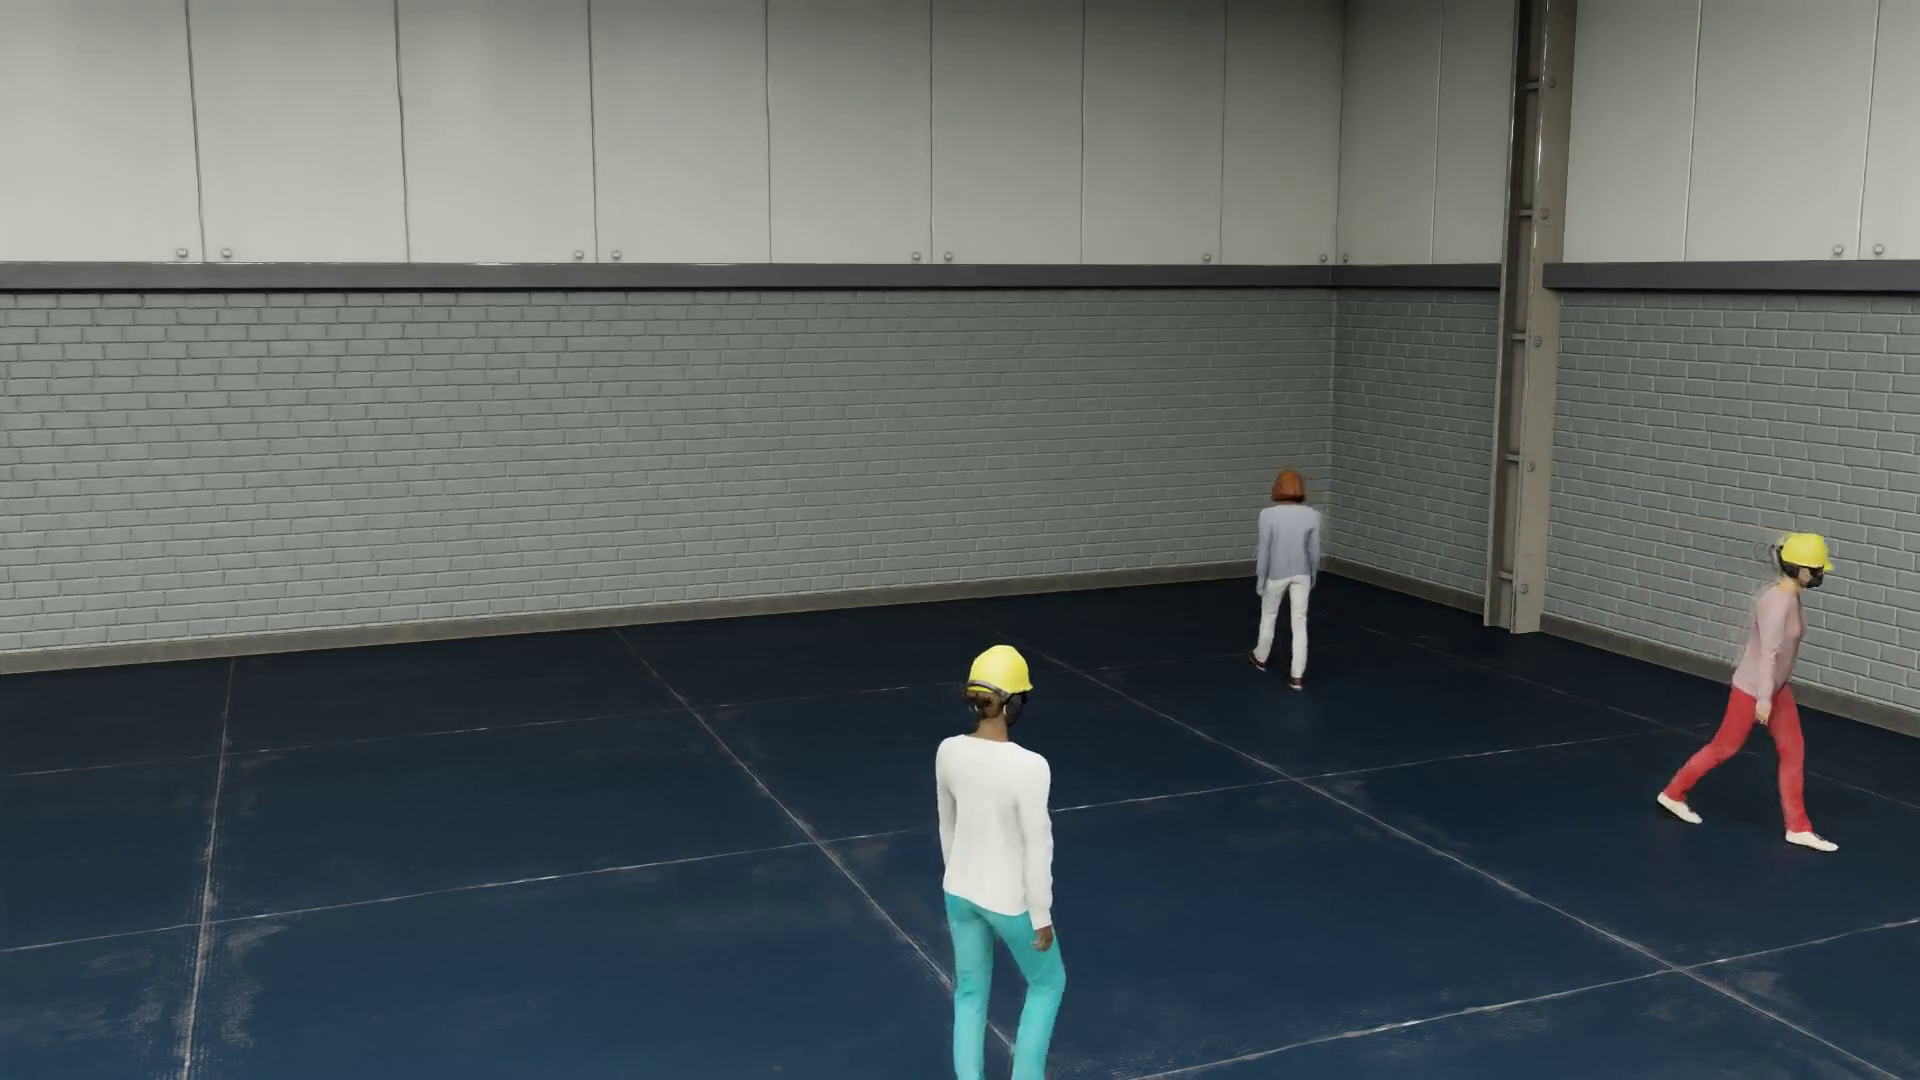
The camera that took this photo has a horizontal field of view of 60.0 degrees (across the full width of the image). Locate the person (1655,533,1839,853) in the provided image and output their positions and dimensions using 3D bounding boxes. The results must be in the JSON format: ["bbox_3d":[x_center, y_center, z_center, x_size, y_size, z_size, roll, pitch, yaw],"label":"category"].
[{"bbox_3d":[4.254,0.771,8.936,0.908,1.702,0.525,9,13,44],"label":"person"}]

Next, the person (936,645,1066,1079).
[{"bbox_3d":[0.170,1.228,5.868,0.555,1.750,0.489,8,12,41],"label":"person"}]

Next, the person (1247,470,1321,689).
[{"bbox_3d":[2.428,0.267,12.430,0.530,1.586,0.840,-1,9,-8],"label":"person"}]
